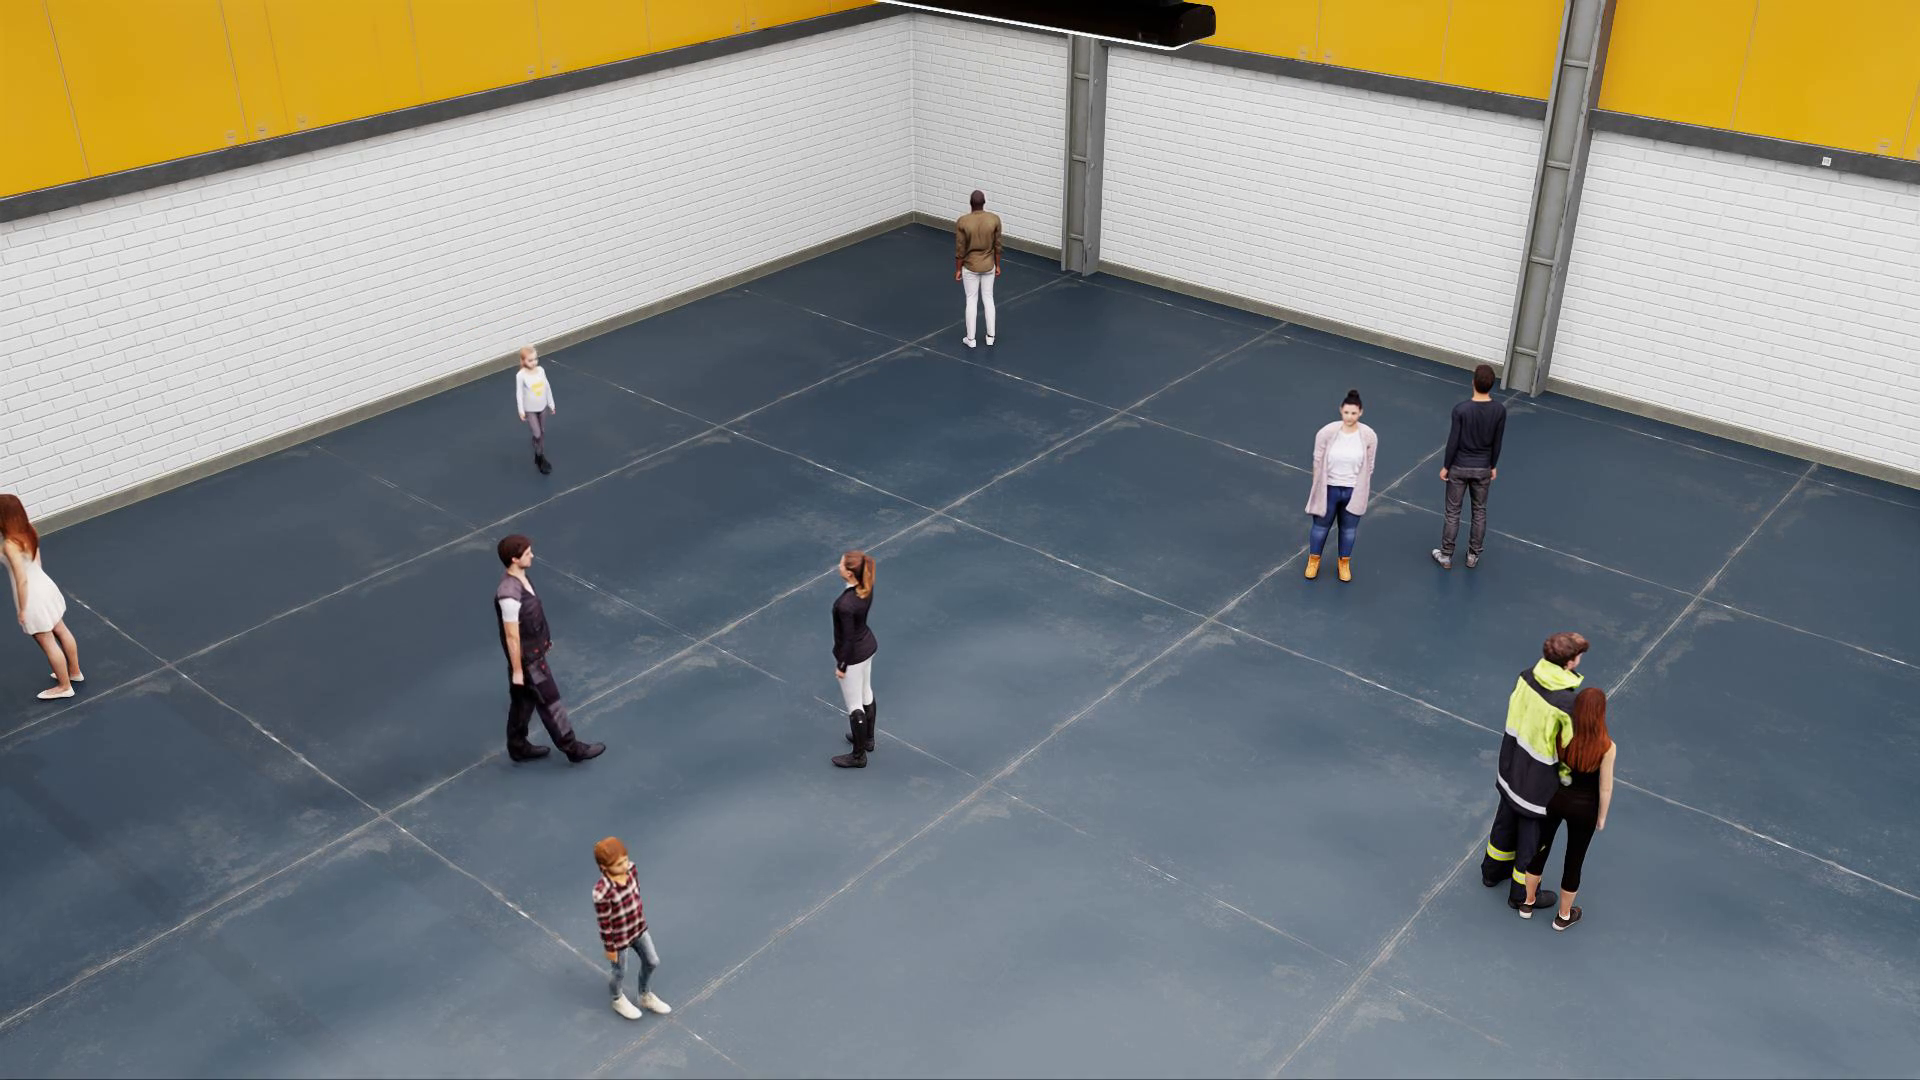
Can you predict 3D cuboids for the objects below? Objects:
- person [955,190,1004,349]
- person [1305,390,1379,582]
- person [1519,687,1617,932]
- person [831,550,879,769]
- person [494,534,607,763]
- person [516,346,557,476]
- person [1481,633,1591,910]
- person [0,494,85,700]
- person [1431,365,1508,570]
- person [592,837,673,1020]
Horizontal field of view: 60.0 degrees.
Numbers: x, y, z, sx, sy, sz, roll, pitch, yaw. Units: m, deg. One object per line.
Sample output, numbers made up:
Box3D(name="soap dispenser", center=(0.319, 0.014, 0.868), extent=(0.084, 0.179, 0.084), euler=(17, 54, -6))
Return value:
Box3D(name="person", center=(0.214, -3.083, 18.880), extent=(0.802, 1.825, 0.825), euler=(-6, 29, -10))
Box3D(name="person", center=(3.251, -0.471, 14.178), extent=(0.742, 1.742, 0.856), euler=(5, 29, 9))
Box3D(name="person", center=(3.768, 1.648, 10.310), extent=(0.456, 1.726, 0.649), euler=(19, 34, 31))
Box3D(name="person", center=(-0.743, 0.832, 11.802), extent=(0.665, 1.729, 0.643), euler=(9, 30, 15))
Box3D(name="person", center=(-3.150, 0.803, 11.746), extent=(1.063, 1.835, 1.028), euler=(-5, 29, -8))
Box3D(name="person", center=(-4.177, -1.300, 16.190), extent=(0.563, 1.272, 0.497), euler=(22, 36, 35))
Box3D(name="person", center=(3.636, 1.424, 10.454), extent=(0.930, 1.982, 0.780), euler=(-11, 31, -20))
Box3D(name="person", center=(-6.996, 0.413, 12.590), extent=(0.703, 1.712, 0.645), euler=(-2, 29, -4))
Box3D(name="person", center=(4.399, -0.620, 14.318), extent=(0.700, 1.870, 0.779), euler=(0, 29, 0))
Box3D(name="person", center=(-2.013, 2.238, 9.679), extent=(0.625, 1.295, 0.578), euler=(16, 33, 27))
